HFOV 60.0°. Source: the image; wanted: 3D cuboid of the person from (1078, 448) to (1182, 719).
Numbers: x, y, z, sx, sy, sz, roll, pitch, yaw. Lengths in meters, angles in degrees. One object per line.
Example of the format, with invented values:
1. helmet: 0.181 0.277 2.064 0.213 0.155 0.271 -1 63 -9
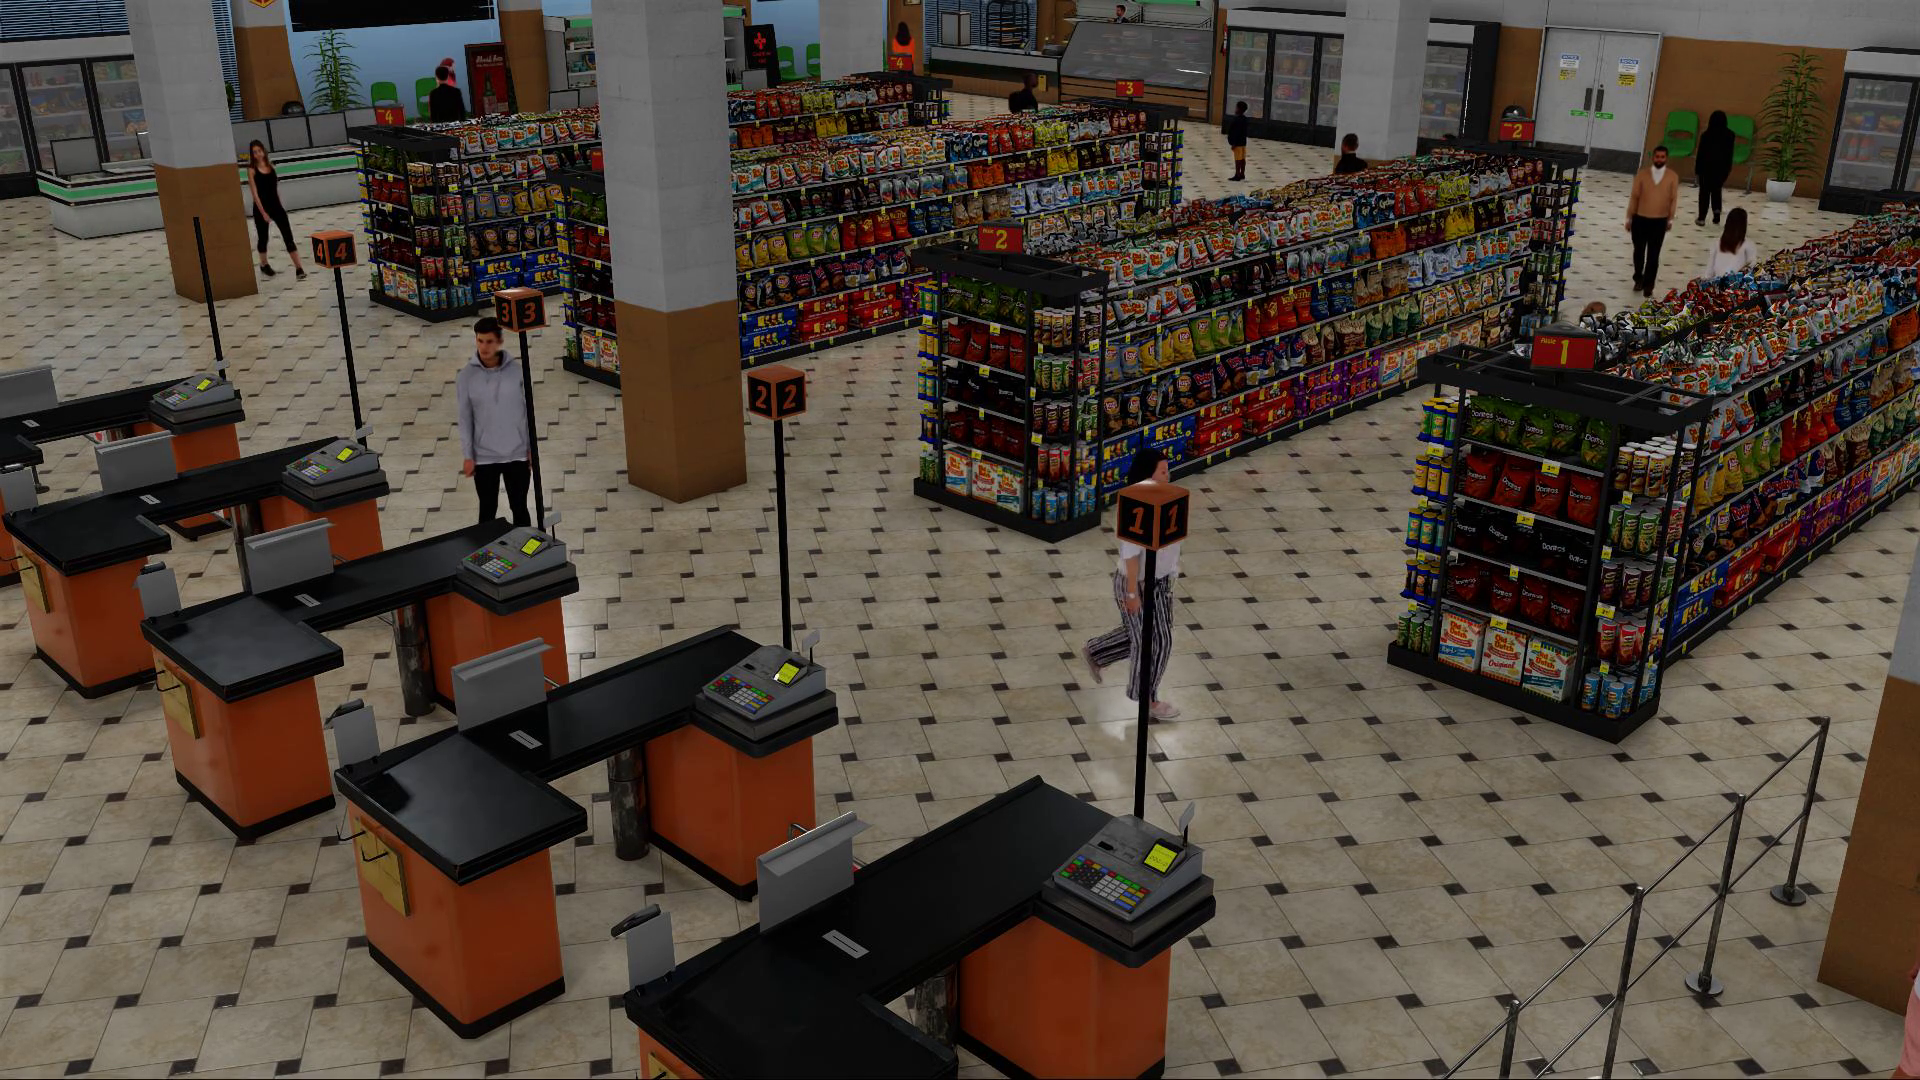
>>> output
1. person: 1.016 0.239 9.763 0.941 1.663 0.967 9 24 21

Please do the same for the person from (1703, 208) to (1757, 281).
1. person: 7.485 -2.374 16.277 1.090 1.654 0.663 -17 28 -37

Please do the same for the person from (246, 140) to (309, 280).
1. person: -8.483 -3.993 20.277 0.611 1.676 1.059 18 28 38

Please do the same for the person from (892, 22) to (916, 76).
1. person: -1.188 -10.163 35.553 0.806 1.736 0.864 -3 22 -7

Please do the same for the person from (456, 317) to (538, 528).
1. person: -3.198 -0.622 11.552 0.654 1.926 0.813 -9 24 -22

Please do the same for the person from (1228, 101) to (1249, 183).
1. person: 4.542 -6.475 26.998 0.589 1.270 0.481 17 27 36

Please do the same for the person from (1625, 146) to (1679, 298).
1. person: 8.154 -3.768 19.655 0.916 1.722 1.162 10 24 23

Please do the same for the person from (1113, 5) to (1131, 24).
1. person: 3.711 -11.416 38.495 0.549 1.866 0.627 -20 30 -41

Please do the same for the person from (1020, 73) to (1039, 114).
1. person: 1.064 -6.370 25.998 0.761 1.820 0.751 -4 22 -10

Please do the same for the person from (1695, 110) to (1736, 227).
1. person: 10.612 -5.193 23.359 0.860 1.604 0.924 2 22 6

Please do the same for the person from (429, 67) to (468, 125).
1. person: -8.009 -6.442 26.121 0.776 1.863 0.888 -4 22 -9

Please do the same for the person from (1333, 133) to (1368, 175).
1. person: 4.582 -3.732 19.401 1.007 1.845 1.323 13 25 30

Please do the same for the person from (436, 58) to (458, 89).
1. person: -8.690 -7.173 28.032 0.774 1.795 1.006 16 27 34
